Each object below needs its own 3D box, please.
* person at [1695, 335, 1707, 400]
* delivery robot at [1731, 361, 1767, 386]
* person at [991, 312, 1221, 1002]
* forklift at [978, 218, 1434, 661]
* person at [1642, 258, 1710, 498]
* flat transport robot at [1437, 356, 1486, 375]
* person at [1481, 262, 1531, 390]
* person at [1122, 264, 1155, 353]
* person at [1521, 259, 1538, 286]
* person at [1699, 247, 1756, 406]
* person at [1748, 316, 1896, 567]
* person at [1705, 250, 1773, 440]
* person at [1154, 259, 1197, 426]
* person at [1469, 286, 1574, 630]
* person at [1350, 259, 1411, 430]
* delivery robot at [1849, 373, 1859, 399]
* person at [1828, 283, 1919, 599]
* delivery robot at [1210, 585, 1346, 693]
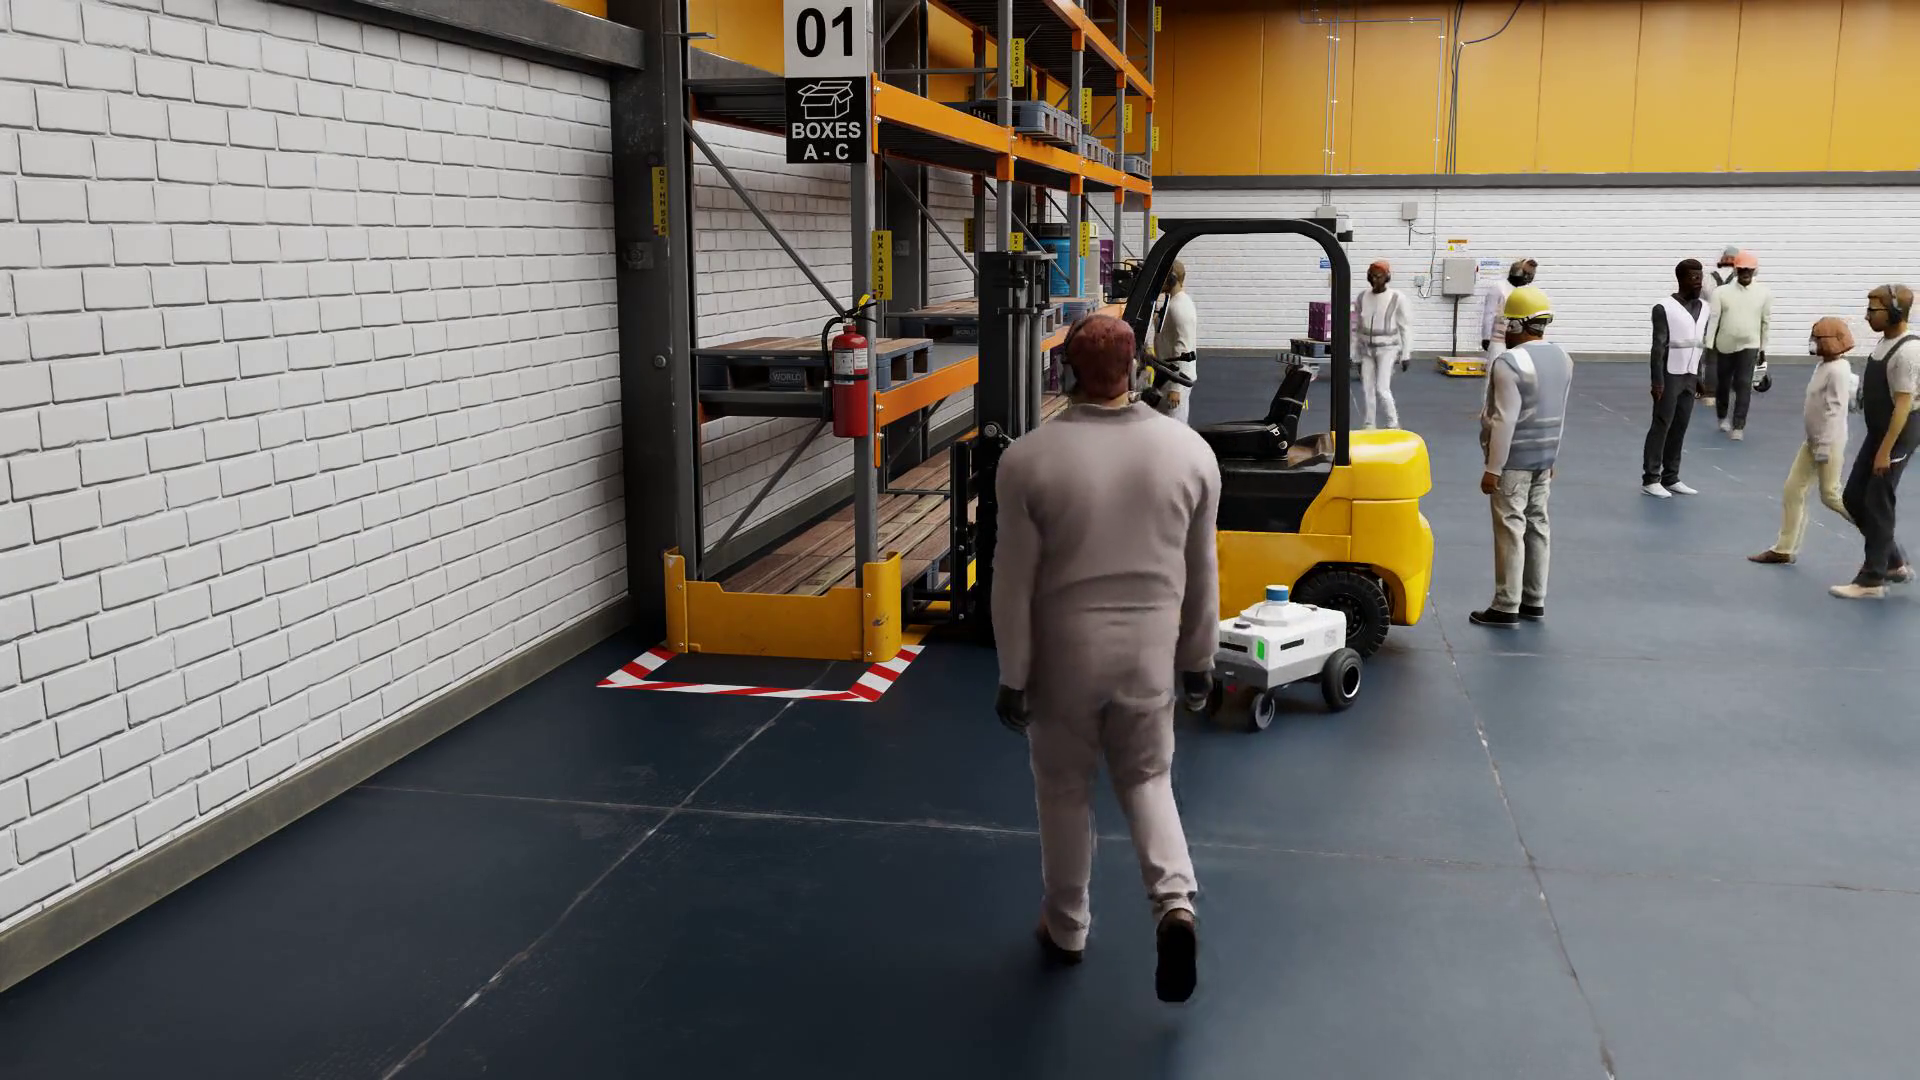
[{"bbox_3d":[9.585,-2.592,21.328,0.536,1.616,0.547,-1,10,-8],"label":"person"},{"bbox_3d":[10.527,-2.326,22.517,0.477,0.478,0.707,-6,12,-28],"label":"delivery robot"},{"bbox_3d":[0.411,0.327,4.570,0.659,1.889,0.718,-2,11,-13],"label":"person"},{"bbox_3d":[1.285,-0.567,8.635,2.313,2.155,1.214,2,11,11],"label":"forklift"},{"bbox_3d":[5.788,-1.308,13.453,0.594,1.917,0.373,-6,12,-30],"label":"person"},{"bbox_3d":[7.714,-2.662,25.395,0.652,0.197,1.431,2,10,8],"label":"flat transport robot"},{"bbox_3d":[6.275,-2.286,19.151,0.692,1.808,0.432,-6,12,-29],"label":"person"},{"bbox_3d":[2.847,-3.613,26.791,0.550,1.643,0.890,-3,11,-14],"label":"person"},{"bbox_3d":[6.698,-2.414,19.780,0.531,1.818,0.961,-9,13,-39],"label":"person"},{"bbox_3d":[9.639,-2.712,20.815,0.753,2.000,1.023,9,13,39],"label":"person"},{"bbox_3d":[5.499,-0.605,10.475,0.784,1.600,0.519,3,11,14],"label":"person"},{"bbox_3d":[8.165,-2.059,17.481,0.620,1.964,0.975,4,11,21],"label":"person"},{"bbox_3d":[1.640,-1.200,12.803,0.352,1.937,0.635,0,10,1],"label":"person"},{"bbox_3d":[2.996,-0.439,8.923,0.602,1.830,0.404,-8,13,-37],"label":"person"},{"bbox_3d":[4.191,-1.868,16.662,0.623,1.865,0.411,10,14,43],"label":"person"},{"bbox_3d":[10.601,-1.871,20.020,0.477,0.478,0.707,7,12,32],"label":"delivery robot"},{"bbox_3d":[5.316,-0.558,9.587,0.400,1.833,0.542,2,10,9],"label":"person"},{"bbox_3d":[1.387,0.442,7.317,0.477,0.478,0.707,11,16,44],"label":"delivery robot"}]
